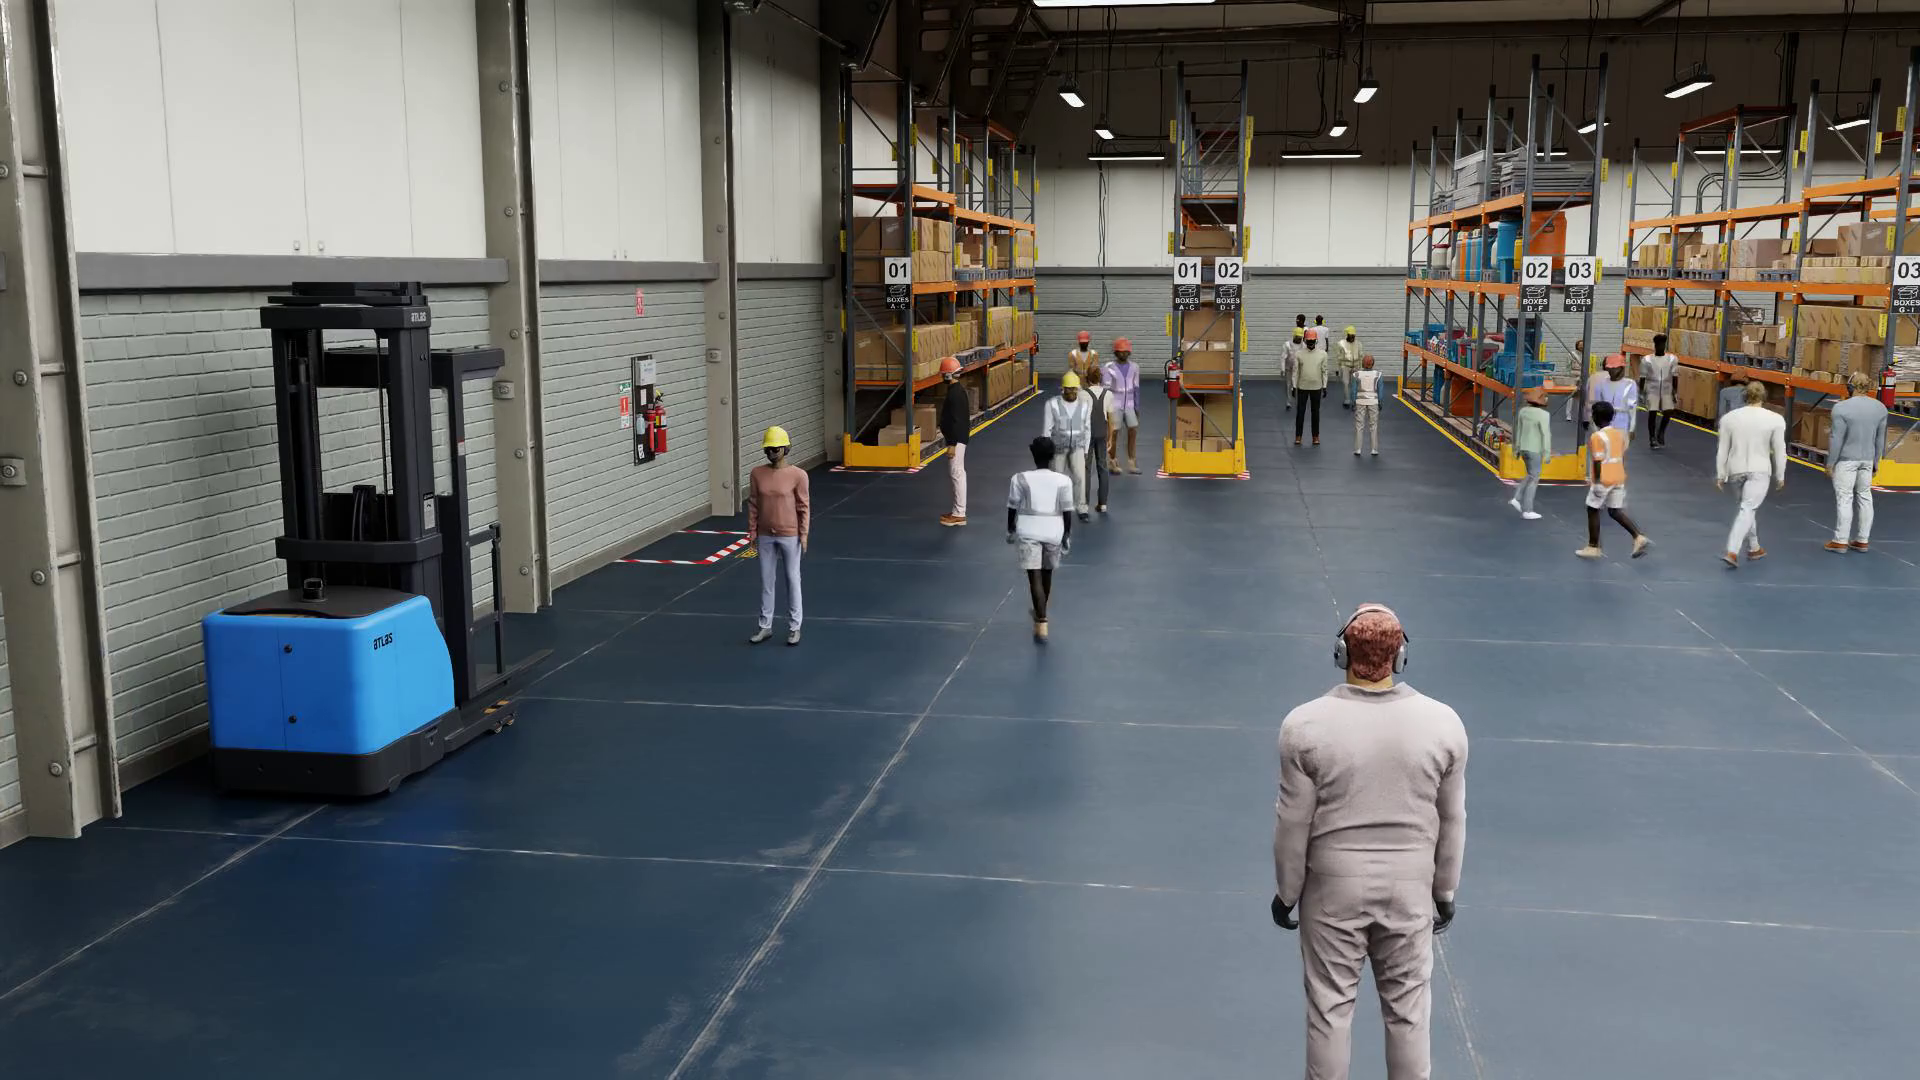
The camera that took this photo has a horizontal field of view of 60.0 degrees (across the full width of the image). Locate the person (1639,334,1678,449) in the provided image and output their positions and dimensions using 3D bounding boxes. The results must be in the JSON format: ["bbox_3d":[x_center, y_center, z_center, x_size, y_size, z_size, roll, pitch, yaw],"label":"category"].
[{"bbox_3d":[11.804,-2.506,28.083,0.649,1.951,0.417,2,9,12],"label":"person"}]

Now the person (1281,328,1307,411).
[{"bbox_3d":[7.146,-3.624,35.497,0.609,1.777,0.936,0,9,1],"label":"person"}]

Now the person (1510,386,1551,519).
[{"bbox_3d":[6.980,-1.066,20.223,0.357,1.619,0.523,-3,10,-20],"label":"person"}]

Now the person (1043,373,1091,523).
[{"bbox_3d":[1.292,-1.081,19.791,0.615,1.799,0.830,-1,9,-9],"label":"person"}]

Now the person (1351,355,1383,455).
[{"bbox_3d":[6.650,-2.204,27.190,0.514,1.640,0.310,2,9,13],"label":"person"}]

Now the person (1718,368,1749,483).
[{"bbox_3d":[11.039,-1.625,23.638,0.498,1.633,0.287,5,11,30],"label":"person"}]

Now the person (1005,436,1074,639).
[{"bbox_3d":[0.654,-0.040,13.803,0.534,1.642,0.890,-2,9,-12],"label":"person"}]

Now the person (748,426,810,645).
[{"bbox_3d":[-1.470,-0.037,13.435,0.523,1.769,0.322,3,10,17],"label":"person"}]

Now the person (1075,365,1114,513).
[{"bbox_3d":[1.674,-1.266,20.803,0.504,1.841,0.333,-3,10,-18],"label":"person"}]

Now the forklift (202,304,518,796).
[{"bbox_3d":[-3.673,-0.038,10.147,1.129,2.768,1.873,1,9,9],"label":"forklift"}]

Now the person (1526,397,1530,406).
[{"bbox_3d":[12.062,-3.719,35.449,0.610,1.993,0.380,2,9,9],"label":"person"}]

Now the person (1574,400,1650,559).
[{"bbox_3d":[6.800,-0.609,17.272,0.541,1.669,0.670,-7,11,-36],"label":"person"}]

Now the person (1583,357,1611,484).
[{"bbox_3d":[9.105,-1.680,23.444,0.555,1.804,0.725,-3,10,-19],"label":"person"}]

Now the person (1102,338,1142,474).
[{"bbox_3d":[2.412,-1.948,24.452,0.647,2.009,0.878,-3,10,-18],"label":"person"}]

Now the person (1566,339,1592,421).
[{"bbox_3d":[12.442,-3.223,33.475,0.511,1.641,0.308,0,9,0],"label":"person"}]

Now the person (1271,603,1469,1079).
[{"bbox_3d":[1.367,1.159,5.627,0.638,1.911,0.406,0,9,1],"label":"person"}]

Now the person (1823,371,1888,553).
[{"bbox_3d":[9.586,-0.835,17.830,0.635,1.936,0.356,-2,9,-9],"label":"person"}]

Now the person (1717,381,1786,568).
[{"bbox_3d":[8.068,-0.679,17.032,1.028,1.894,0.642,-8,12,-41],"label":"person"}]

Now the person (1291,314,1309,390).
[{"bbox_3d":[8.581,-4.700,41.730,0.398,1.920,0.590,-2,9,-12],"label":"person"}]

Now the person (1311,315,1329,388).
[{"bbox_3d":[9.256,-4.868,42.934,0.521,1.865,0.328,1,9,5],"label":"person"}]

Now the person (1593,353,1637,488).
[{"bbox_3d":[8.698,-1.525,22.113,0.558,1.925,0.513,6,11,32],"label":"person"}]

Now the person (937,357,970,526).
[{"bbox_3d":[-0.078,-1.175,19.761,0.391,1.991,0.613,1,9,4],"label":"person"}]

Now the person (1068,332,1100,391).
[{"bbox_3d":[2.261,-2.828,30.246,0.570,1.886,0.969,0,9,-1],"label":"person"}]

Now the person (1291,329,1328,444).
[{"bbox_3d":[6.090,-2.671,28.980,0.622,1.993,0.381,1,9,8],"label":"person"}]

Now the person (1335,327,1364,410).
[{"bbox_3d":[8.495,-3.724,36.073,0.605,1.786,0.893,-2,9,-12],"label":"person"}]
